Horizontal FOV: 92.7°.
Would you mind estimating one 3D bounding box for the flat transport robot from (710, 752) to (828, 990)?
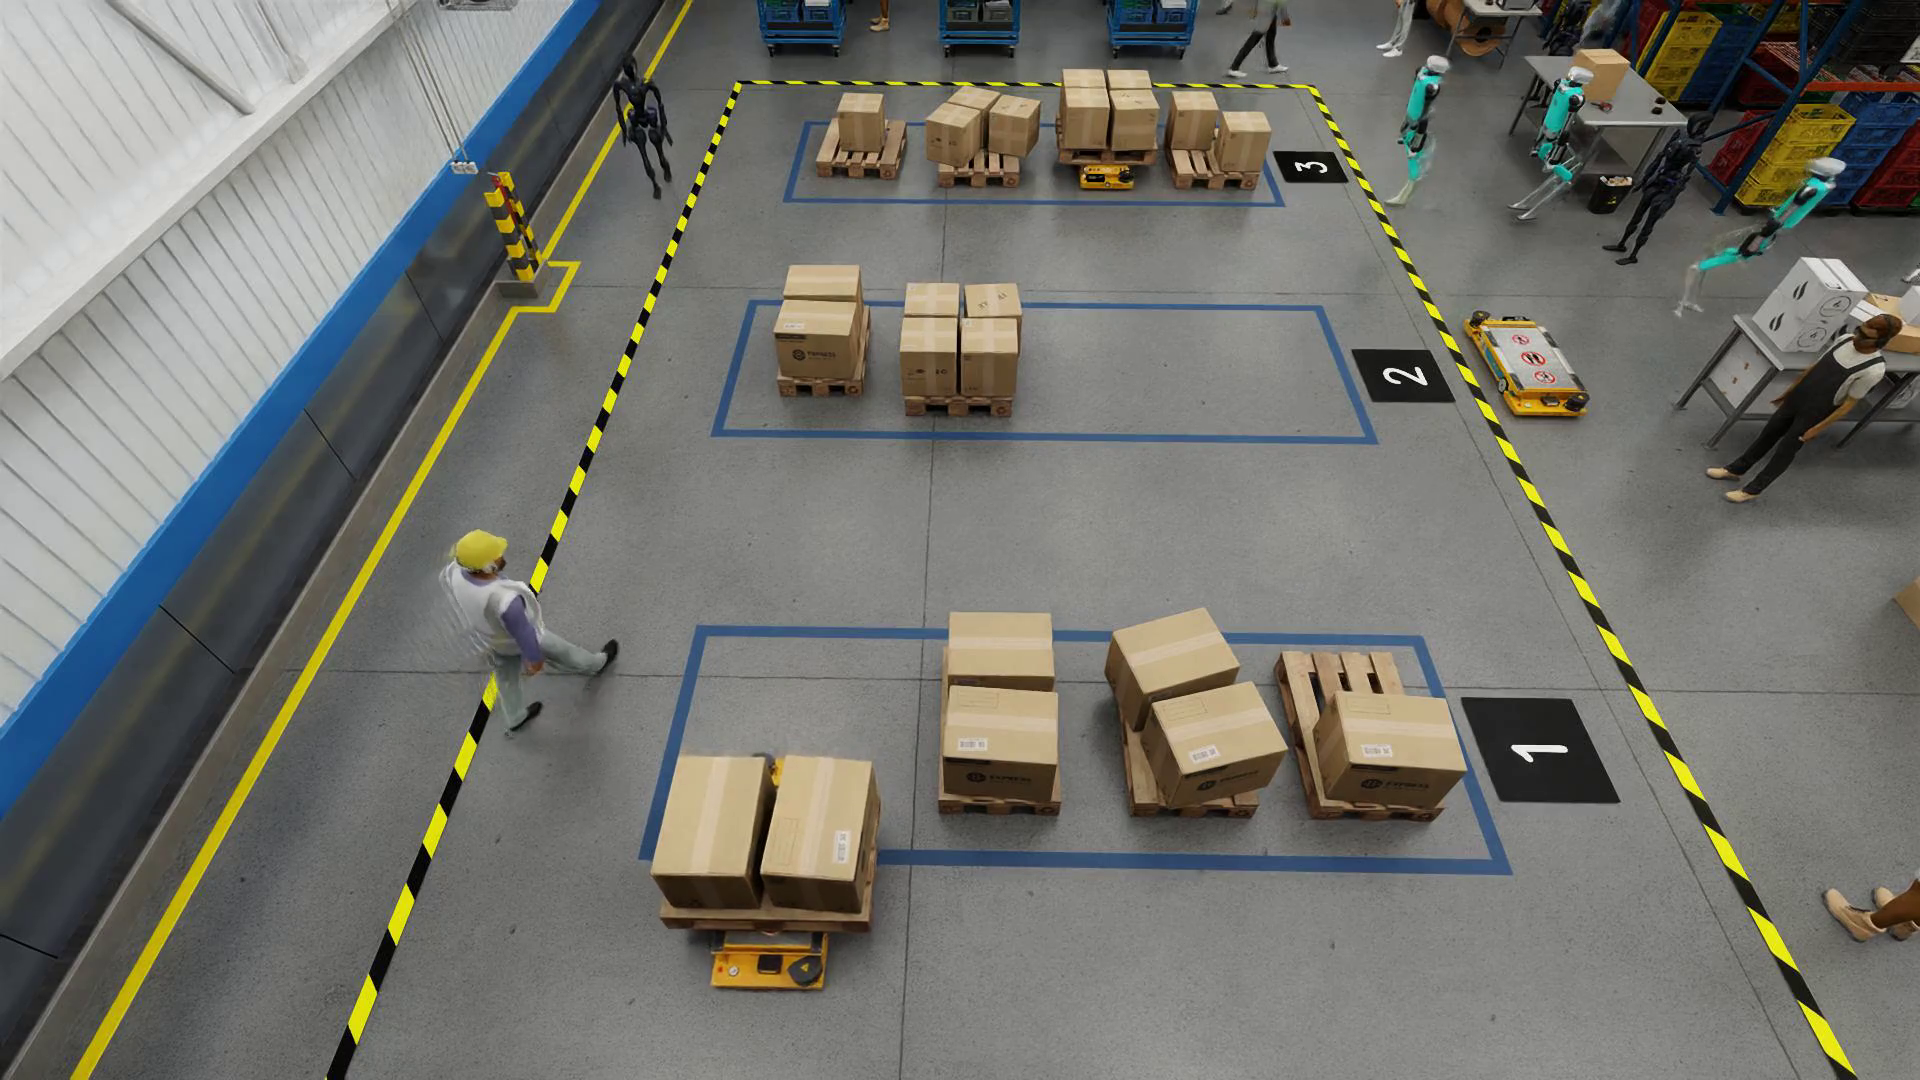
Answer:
[{"bbox_3d":[-1.114,2.028,5.759,0.652,0.197,1.431,1,49,1],"label":"flat transport robot"}]

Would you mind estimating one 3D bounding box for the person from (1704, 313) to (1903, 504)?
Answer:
[{"bbox_3d":[6.818,-1.046,7.397,0.346,1.845,0.507,0,49,0],"label":"person"}]

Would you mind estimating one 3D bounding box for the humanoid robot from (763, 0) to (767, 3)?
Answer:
[{"bbox_3d":[-3.221,-9.779,15.076,0.585,1.641,0.630,-15,51,-13],"label":"humanoid robot"}]

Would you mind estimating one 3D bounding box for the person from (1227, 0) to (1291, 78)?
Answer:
[{"bbox_3d":[4.408,-7.523,13.029,0.953,1.803,0.595,0,49,0],"label":"person"}]

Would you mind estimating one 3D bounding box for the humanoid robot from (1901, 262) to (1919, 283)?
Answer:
[{"bbox_3d":[10.816,-3.479,9.621,0.860,1.846,0.556,-19,52,-16],"label":"humanoid robot"}]

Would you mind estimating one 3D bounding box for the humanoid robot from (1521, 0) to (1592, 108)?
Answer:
[{"bbox_3d":[8.171,-6.740,12.427,0.315,1.655,0.599,1,49,1],"label":"humanoid robot"}]

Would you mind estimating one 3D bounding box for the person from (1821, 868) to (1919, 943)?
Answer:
[{"bbox_3d":[5.585,1.680,4.908,0.606,2.042,0.372,0,49,0],"label":"person"}]

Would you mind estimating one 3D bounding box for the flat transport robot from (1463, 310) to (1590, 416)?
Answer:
[{"bbox_3d":[5.573,-1.757,9.054,0.659,0.231,1.431,1,49,1],"label":"flat transport robot"}]

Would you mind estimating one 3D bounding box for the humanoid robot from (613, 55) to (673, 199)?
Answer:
[{"bbox_3d":[-3.755,-4.953,10.895,0.584,1.626,0.532,-7,49,-6],"label":"humanoid robot"}]

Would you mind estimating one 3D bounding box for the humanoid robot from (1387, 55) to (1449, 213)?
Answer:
[{"bbox_3d":[5.375,-4.592,10.609,0.724,1.897,0.542,1,49,1],"label":"humanoid robot"}]

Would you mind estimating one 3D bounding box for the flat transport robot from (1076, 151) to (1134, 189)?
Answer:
[{"bbox_3d":[1.845,-4.982,11.827,0.652,0.197,1.431,1,49,1],"label":"flat transport robot"}]

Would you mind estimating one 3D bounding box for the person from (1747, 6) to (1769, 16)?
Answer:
[{"bbox_3d":[13.374,-9.377,14.547,0.351,1.938,0.543,0,49,0],"label":"person"}]

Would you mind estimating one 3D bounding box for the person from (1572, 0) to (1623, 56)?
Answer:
[{"bbox_3d":[9.310,-7.627,13.185,0.891,1.692,0.499,-6,49,-5],"label":"person"}]

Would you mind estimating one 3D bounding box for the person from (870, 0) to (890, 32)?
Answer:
[{"bbox_3d":[-1.289,-8.982,14.137,0.372,2.042,0.606,0,49,0],"label":"person"}]

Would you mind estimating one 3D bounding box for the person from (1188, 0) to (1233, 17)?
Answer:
[{"bbox_3d":[4.079,-9.299,14.561,0.893,1.813,0.574,-15,51,-13],"label":"person"}]

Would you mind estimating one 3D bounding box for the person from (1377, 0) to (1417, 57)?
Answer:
[{"bbox_3d":[6.686,-8.177,13.555,0.328,1.868,0.507,0,49,0],"label":"person"}]

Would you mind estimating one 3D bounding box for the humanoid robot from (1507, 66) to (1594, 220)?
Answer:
[{"bbox_3d":[6.803,-4.430,10.308,0.735,1.677,0.533,1,49,1],"label":"humanoid robot"}]

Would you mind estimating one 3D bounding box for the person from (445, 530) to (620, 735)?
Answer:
[{"bbox_3d":[-2.907,0.549,6.058,0.606,1.777,0.945,22,53,18],"label":"person"}]

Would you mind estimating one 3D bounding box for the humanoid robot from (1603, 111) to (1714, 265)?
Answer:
[{"bbox_3d":[7.541,-3.773,9.859,0.315,1.655,0.599,1,49,1],"label":"humanoid robot"}]

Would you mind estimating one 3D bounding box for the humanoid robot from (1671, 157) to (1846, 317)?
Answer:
[{"bbox_3d":[7.847,-3.033,9.193,0.584,1.771,0.773,-28,55,-22],"label":"humanoid robot"}]
